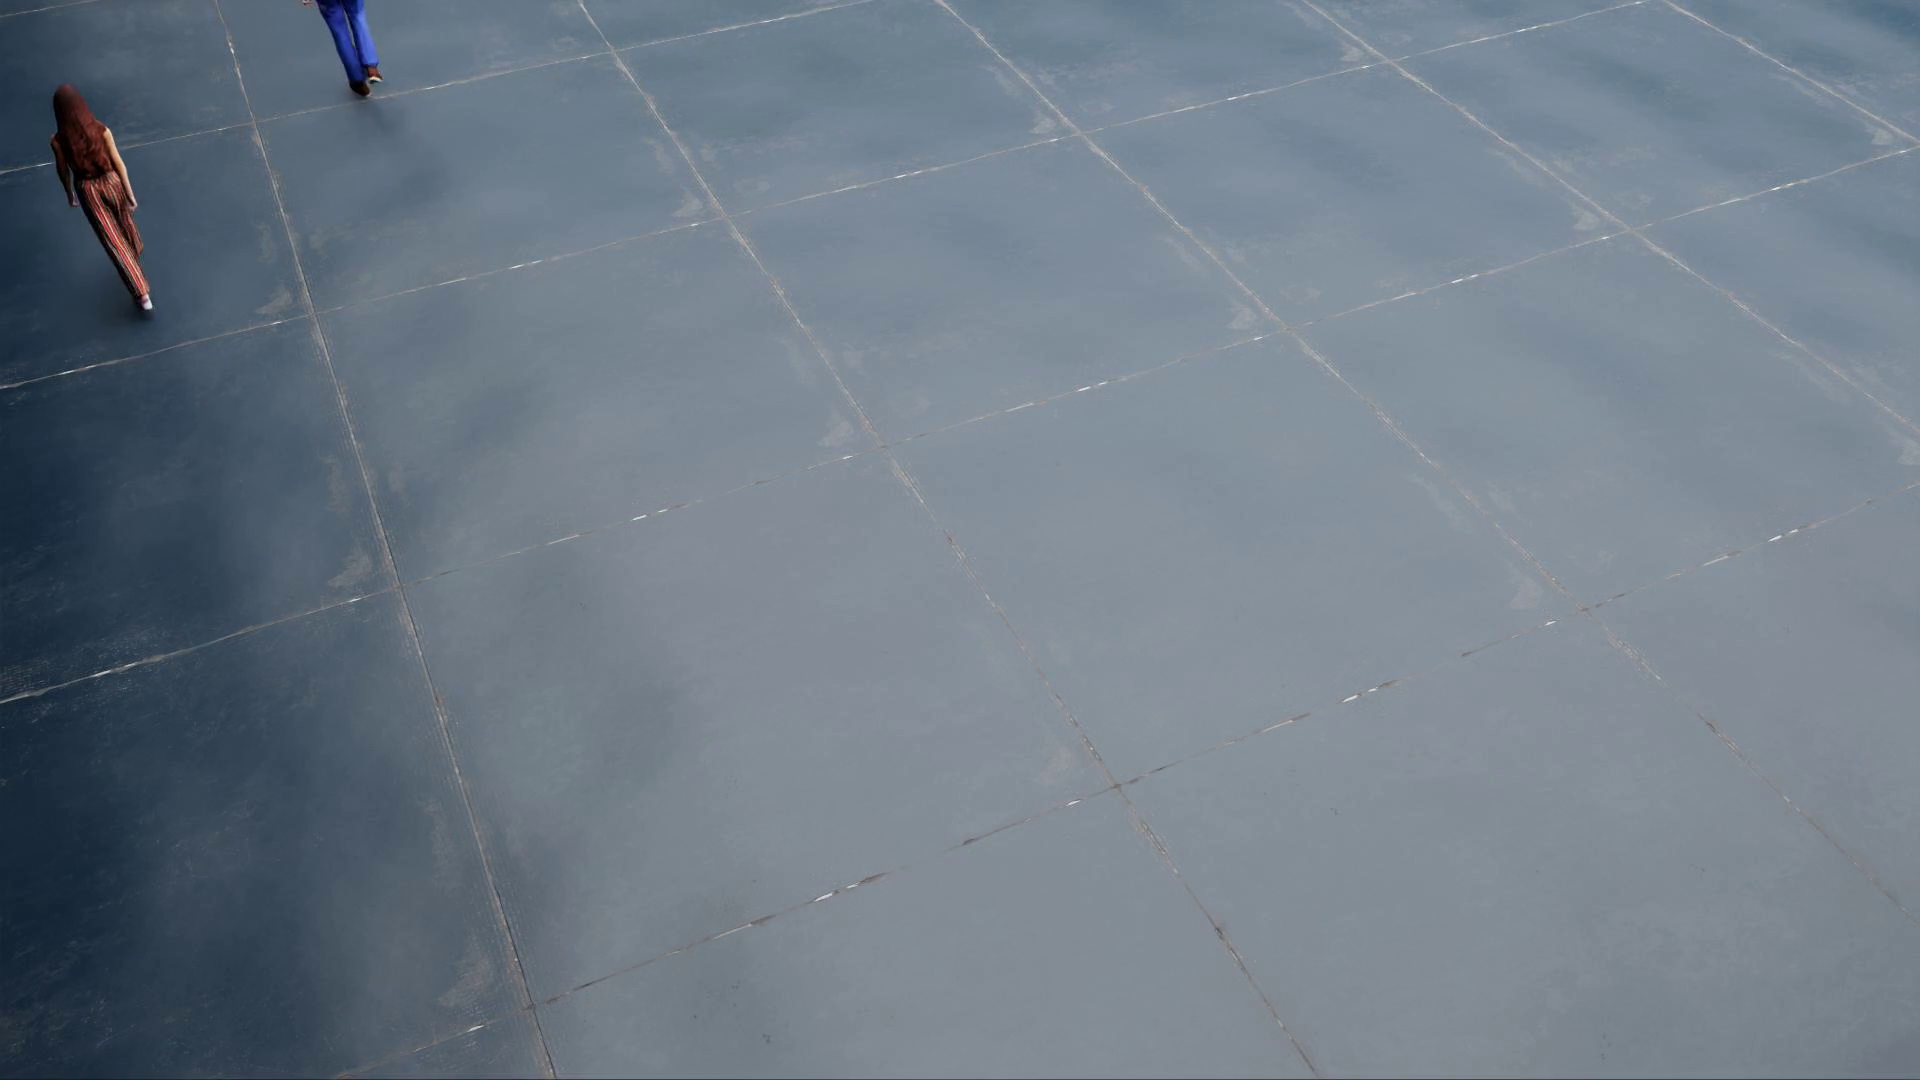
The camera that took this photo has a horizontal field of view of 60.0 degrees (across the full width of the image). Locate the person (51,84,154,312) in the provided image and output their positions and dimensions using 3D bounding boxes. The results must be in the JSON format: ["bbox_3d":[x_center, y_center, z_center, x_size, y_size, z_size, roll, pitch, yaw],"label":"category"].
[{"bbox_3d":[-5.720,-2.257,11.111,0.644,1.520,1.105,-22,47,-22],"label":"person"}]

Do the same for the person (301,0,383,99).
[{"bbox_3d":[-4.926,-4.376,13.198,0.764,1.851,0.769,-24,47,-24],"label":"person"}]
